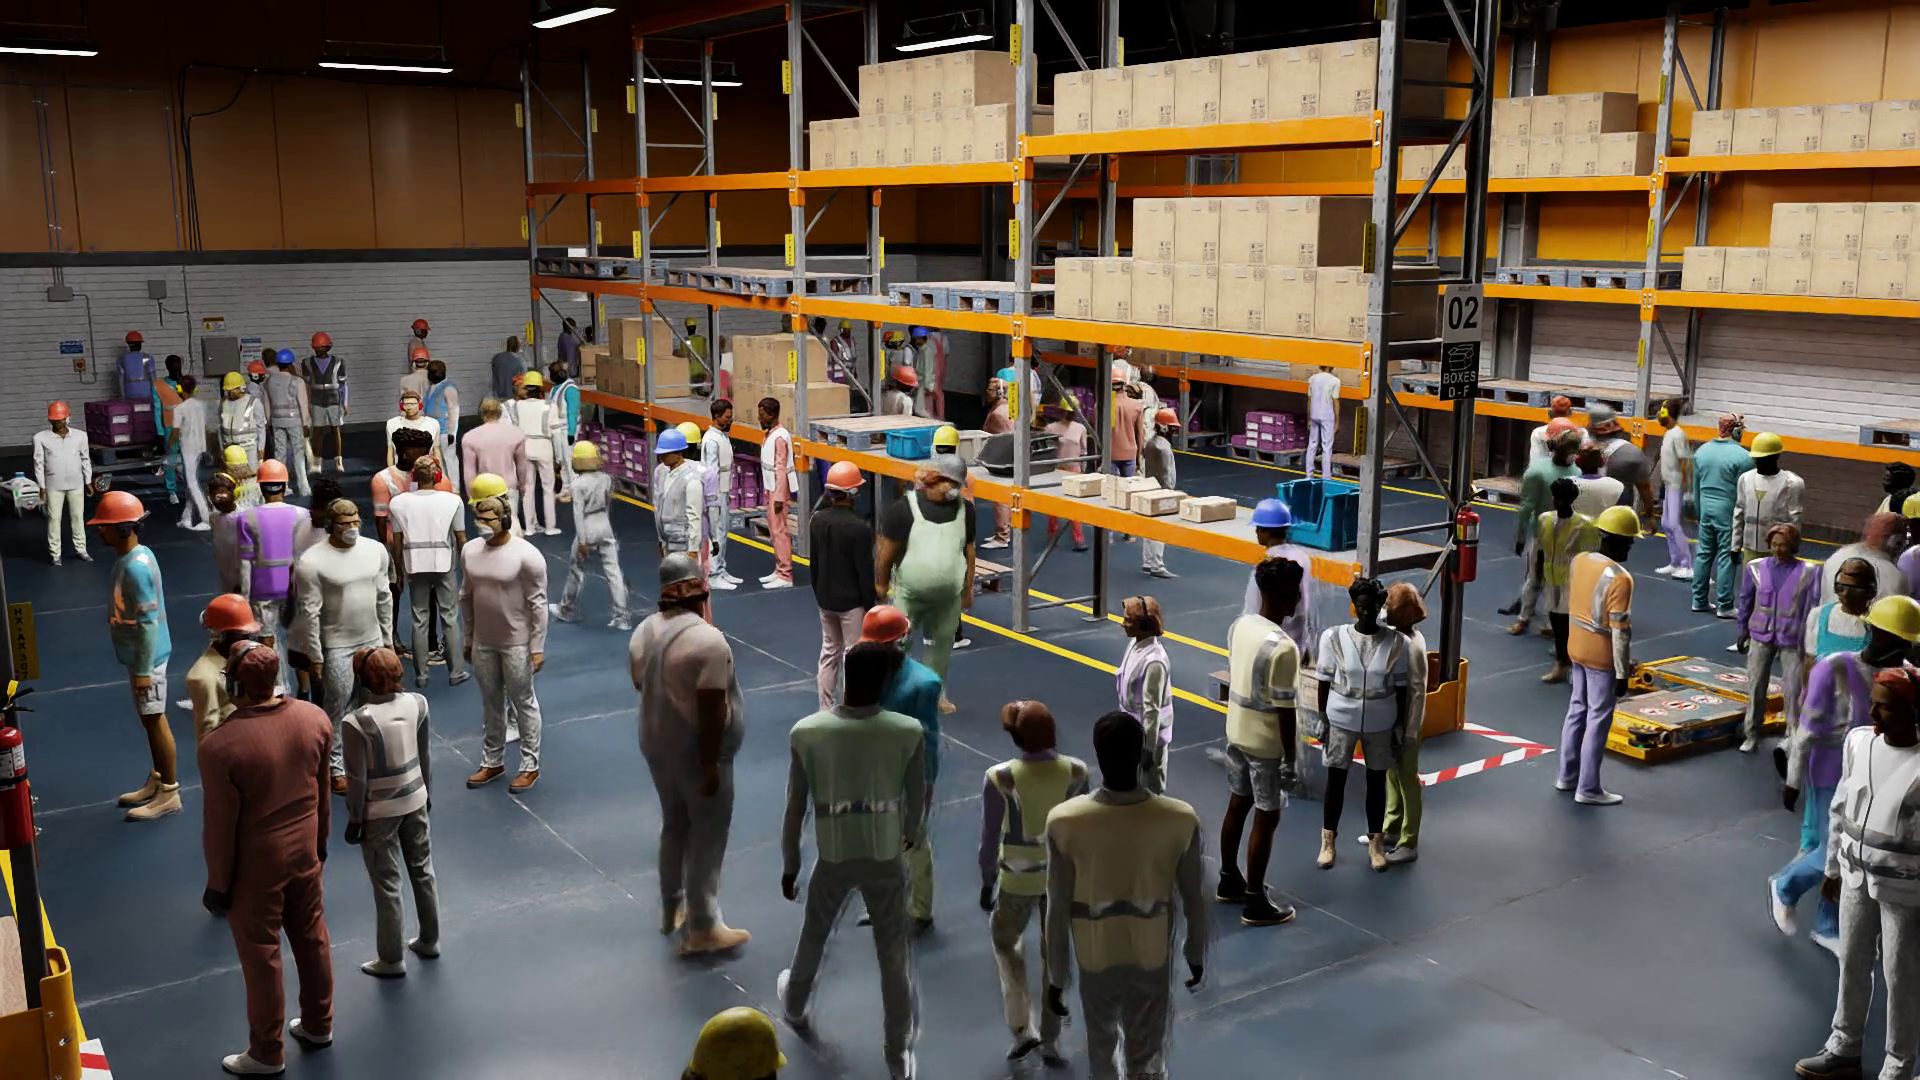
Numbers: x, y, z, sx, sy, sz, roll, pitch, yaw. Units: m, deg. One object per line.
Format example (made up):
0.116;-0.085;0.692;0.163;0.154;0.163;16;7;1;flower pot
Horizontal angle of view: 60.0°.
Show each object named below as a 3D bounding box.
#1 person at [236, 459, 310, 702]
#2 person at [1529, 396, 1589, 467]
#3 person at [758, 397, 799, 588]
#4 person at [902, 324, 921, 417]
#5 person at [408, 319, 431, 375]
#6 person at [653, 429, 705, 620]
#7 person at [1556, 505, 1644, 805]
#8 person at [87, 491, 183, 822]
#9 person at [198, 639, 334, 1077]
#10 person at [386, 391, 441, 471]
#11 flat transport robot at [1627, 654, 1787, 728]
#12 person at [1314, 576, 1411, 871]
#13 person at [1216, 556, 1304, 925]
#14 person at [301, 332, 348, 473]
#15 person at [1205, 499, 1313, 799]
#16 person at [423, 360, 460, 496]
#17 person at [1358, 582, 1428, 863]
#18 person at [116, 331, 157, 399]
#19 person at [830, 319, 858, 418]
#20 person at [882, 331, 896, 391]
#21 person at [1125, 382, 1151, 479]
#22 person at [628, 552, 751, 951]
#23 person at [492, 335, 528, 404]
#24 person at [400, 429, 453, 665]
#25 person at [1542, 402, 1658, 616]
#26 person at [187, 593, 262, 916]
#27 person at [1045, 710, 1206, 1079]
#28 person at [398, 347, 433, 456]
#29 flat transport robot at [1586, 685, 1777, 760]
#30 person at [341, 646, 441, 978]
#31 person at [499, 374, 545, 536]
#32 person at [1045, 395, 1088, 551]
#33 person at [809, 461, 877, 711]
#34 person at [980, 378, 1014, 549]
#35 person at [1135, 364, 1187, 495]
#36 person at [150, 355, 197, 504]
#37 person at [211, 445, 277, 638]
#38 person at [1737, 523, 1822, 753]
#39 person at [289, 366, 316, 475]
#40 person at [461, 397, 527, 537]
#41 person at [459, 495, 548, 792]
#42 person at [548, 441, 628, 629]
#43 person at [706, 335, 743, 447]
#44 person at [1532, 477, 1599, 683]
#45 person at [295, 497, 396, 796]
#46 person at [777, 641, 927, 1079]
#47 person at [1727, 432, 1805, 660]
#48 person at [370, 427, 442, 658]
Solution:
-5.039;0.361;12.314;0.548;1.924;0.390;-7;13;-31;person
6.087;-0.531;16.964;0.572;1.887;0.356;2;11;10;person
-1.830;-0.480;16.662;0.401;1.908;0.598;-3;12;-16;person
-0.767;-2.569;27.213;0.368;1.960;0.611;3;12;16;person
-9.014;-2.703;27.838;0.405;1.986;0.612;0;11;0;person
-2.364;0.023;14.003;0.414;1.939;0.605;-8;14;-36;person
4.038;0.724;10.479;0.392;1.915;0.593;-2;11;-11;person
-5.060;0.708;10.218;0.391;2.045;0.608;-6;13;-29;person
-3.008;1.364;7.206;0.411;1.913;0.643;5;12;26;person
-5.853;-0.689;17.872;0.563;1.847;0.388;-3;11;-15;person
5.791;1.121;12.658;0.652;0.197;1.431;-6;13;-29;flat transport robot
2.273;1.037;9.429;0.534;1.697;0.318;2;11;9;person
1.598;1.043;8.743;0.379;1.958;0.606;-3;12;-17;person
-9.143;-1.980;23.987;0.609;2.040;0.395;-3;12;-17;person
1.903;0.678;10.702;0.906;1.909;0.645;8;14;36;person
-6.754;-1.423;21.649;0.429;1.841;0.634;-10;15;-42;person
2.520;1.041;9.565;0.286;1.634;0.500;-1;11;-4;person
-12.676;-2.256;25.672;0.546;1.934;0.376;-3;12;-16;person
-2.083;-3.095;30.218;0.404;1.837;0.590;9;14;38;person
-1.175;-2.705;28.483;0.354;1.736;0.574;0;11;0;person
2.192;-1.175;20.929;0.314;1.632;0.522;-9;14;-37;person
-1.356;1.035;8.556;0.802;2.000;0.570;11;15;44;person
-6.750;-2.146;25.163;0.648;1.908;0.514;5;12;25;person
-4.415;0.052;13.777;0.616;1.964;0.361;10;15;42;person
5.818;-0.232;15.037;0.864;2.000;0.673;10;15;41;person
-3.831;1.134;8.819;0.355;1.742;0.574;0;11;1;person
0.629;1.565;6.320;0.617;1.866;1.047;1;11;3;person
-7.036;-1.531;21.848;0.621;1.981;0.408;-3;12;-16;person
5.079;1.281;11.841;1.431;0.197;0.652;-6;13;-29;flat transport robot
-2.784;1.318;8.136;0.311;1.638;0.523;6;13;29;person
-5.092;-0.988;19.330;0.352;1.880;0.577;8;14;35;person
1.197;-0.734;18.417;0.541;1.737;0.609;-3;11;-13;person
-0.808;0.433;11.747;0.614;1.997;0.374;10;15;43;person
0.407;-0.859;18.585;0.409;1.909;0.652;2;11;9;person
2.476;-1.370;21.487;0.857;1.794;0.637;-2;11;-11;person
-10.139;-1.440;21.541;0.374;1.918;0.598;9;14;38;person
-6.191;0.047;14.373;0.487;1.745;0.290;-8;14;-36;person
5.602;0.687;11.399;0.526;1.629;0.313;9;14;38;person
-9.545;-1.722;23.842;0.875;1.588;0.510;10;15;42;person
-4.696;-0.498;16.822;0.638;1.887;1.034;-4;12;-19;person
-2.942;0.662;10.724;0.627;1.940;0.376;4;12;21;person
-3.343;-0.052;15.013;0.910;1.695;0.491;9;14;39;person
-3.728;-2.350;26.449;0.603;1.820;0.588;-11;15;-43;person
4.748;0.328;13.093;0.372;1.677;0.545;-6;12;-27;person
-3.931;0.673;10.708;0.367;1.932;0.623;8;14;37;person
-0.489;1.361;7.356;0.697;1.870;0.834;0;11;-2;person
6.739;0.047;13.950;0.412;1.916;0.590;-7;13;-31;person
-4.651;0.010;14.028;0.385;1.957;0.603;7;13;33;person
